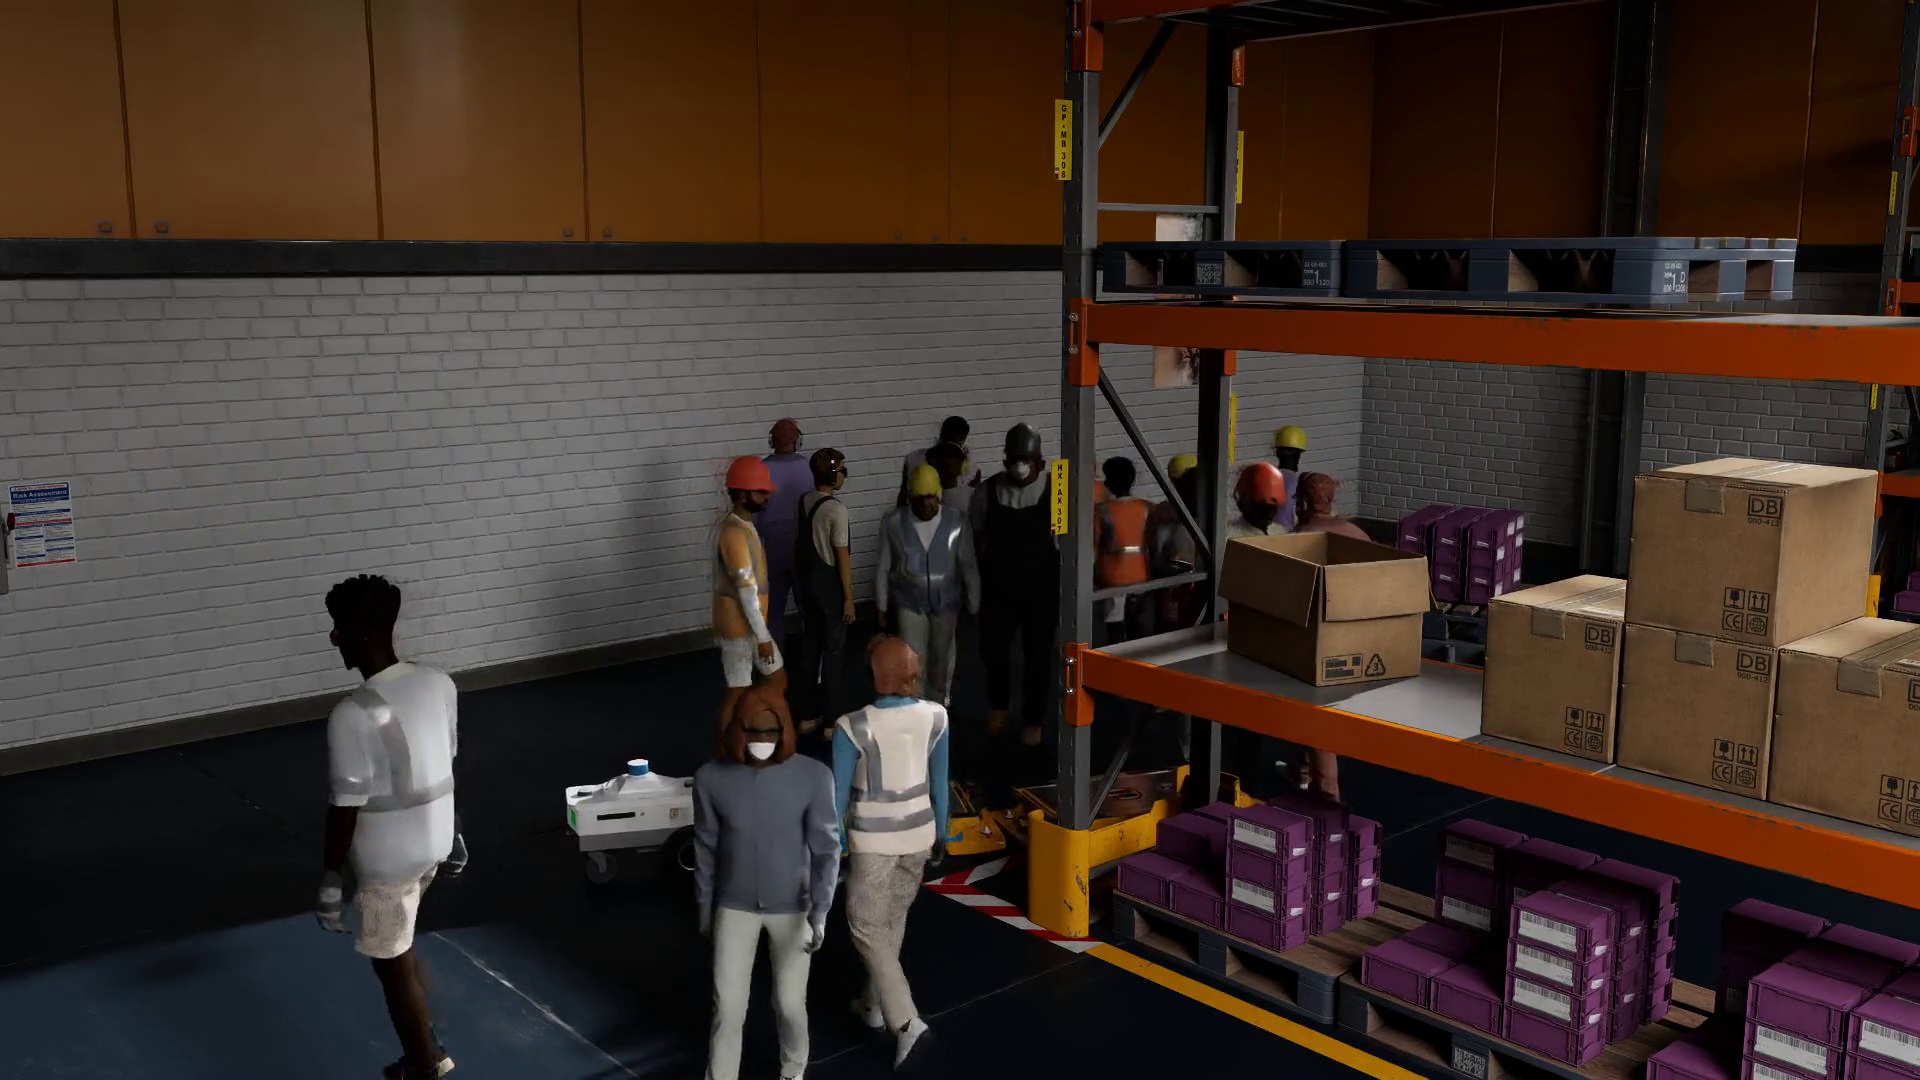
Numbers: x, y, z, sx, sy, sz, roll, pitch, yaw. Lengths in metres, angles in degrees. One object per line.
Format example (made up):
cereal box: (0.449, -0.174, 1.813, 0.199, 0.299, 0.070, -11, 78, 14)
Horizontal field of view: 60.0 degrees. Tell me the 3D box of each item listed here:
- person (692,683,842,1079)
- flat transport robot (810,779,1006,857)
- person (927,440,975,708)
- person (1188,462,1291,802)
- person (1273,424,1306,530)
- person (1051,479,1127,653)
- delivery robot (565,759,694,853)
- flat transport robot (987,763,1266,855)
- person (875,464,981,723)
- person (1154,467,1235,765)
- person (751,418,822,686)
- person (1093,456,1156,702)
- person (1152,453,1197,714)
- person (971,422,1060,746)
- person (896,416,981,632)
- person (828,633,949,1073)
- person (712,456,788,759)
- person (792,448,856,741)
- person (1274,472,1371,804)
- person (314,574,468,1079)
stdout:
person: (-0.658, 1.269, 5.698, 0.516, 1.614, 0.551, 0, 10, 0)
flat transport robot: (-0.527, 1.449, 8.570, 1.431, 0.197, 0.652, -2, 10, -11)
person: (-0.122, 0.245, 11.024, 0.566, 1.841, 0.393, 5, 11, 28)
person: (1.533, 0.550, 8.869, 0.638, 1.972, 0.496, -8, 12, -37)
person: (2.199, 0.140, 11.567, 0.570, 1.876, 0.966, 5, 11, 26)
person: (0.960, 0.116, 12.446, 0.507, 1.611, 0.725, -5, 11, -28)
delivery robot: (-1.580, 1.325, 8.190, 0.707, 0.478, 0.477, -3, 10, -15)
flat transport robot: (0.923, 1.417, 8.759, 1.431, 0.197, 0.652, -4, 10, -20)
person: (-0.196, 0.387, 10.428, 0.644, 1.765, 0.975, -1, 10, -6)
person: (1.374, 0.463, 9.751, 0.526, 1.847, 0.757, -1, 10, -6)
person: (-1.205, 0.095, 11.711, 0.637, 1.911, 0.403, 0, 10, -2)
person: (1.078, 0.257, 11.438, 0.545, 1.682, 0.558, -4, 10, -21)
person: (1.565, 0.264, 11.252, 0.521, 1.738, 0.790, 6, 11, 30)
person: (0.392, 0.269, 10.306, 0.689, 2.000, 0.536, 1, 10, 9)
person: (-0.186, -0.001, 12.425, 0.692, 1.853, 0.490, 1, 10, 7)
person: (-0.248, 1.162, 6.312, 0.536, 1.611, 0.671, -6, 12, -33)
person: (-1.105, 0.483, 9.417, 0.665, 1.917, 0.560, 0, 10, 3)
person: (-0.844, 0.337, 10.476, 0.328, 1.844, 0.514, -9, 13, -41)
person: (1.864, 0.556, 9.104, 0.661, 1.869, 0.898, -5, 11, -28)
person: (-2.018, 1.078, 5.812, 0.498, 1.947, 0.623, 2, 10, 14)
